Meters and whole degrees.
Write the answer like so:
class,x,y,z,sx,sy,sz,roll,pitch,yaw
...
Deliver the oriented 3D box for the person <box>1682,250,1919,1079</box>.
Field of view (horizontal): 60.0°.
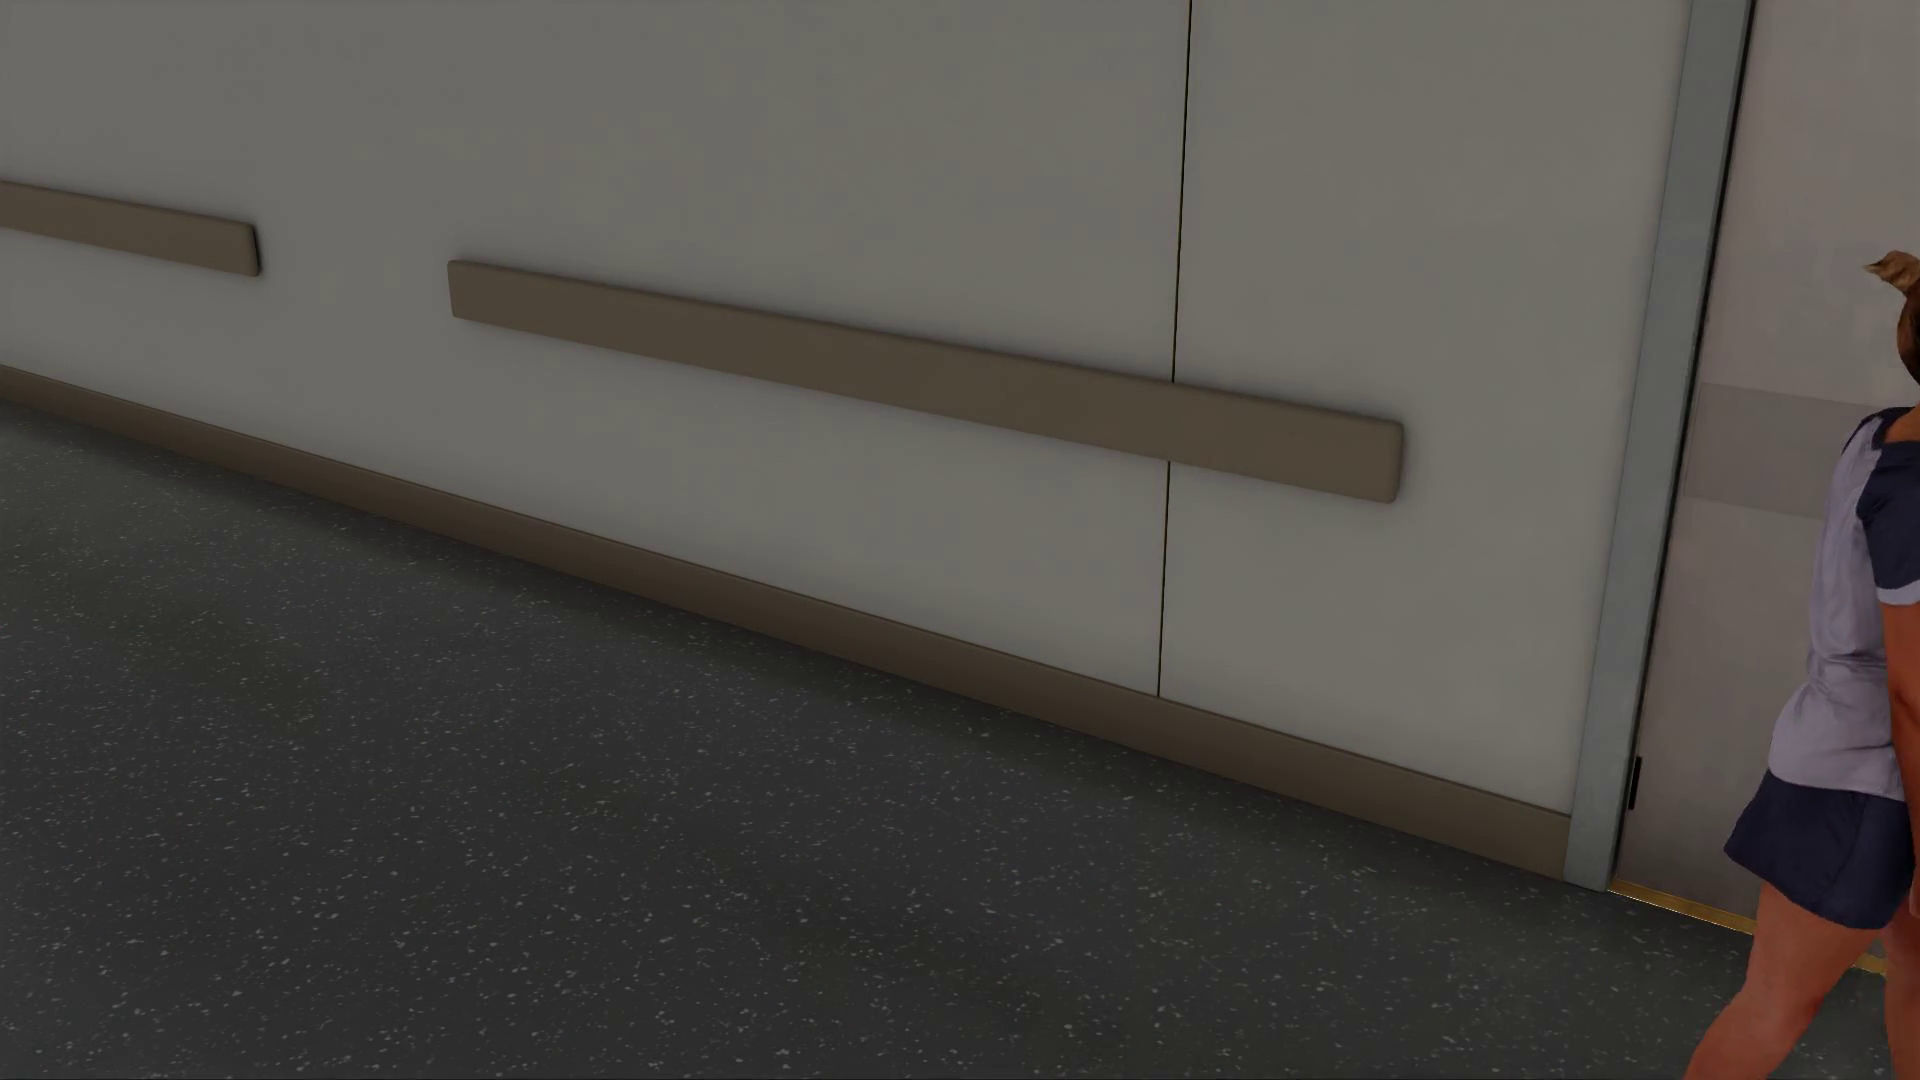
class,x,y,z,sx,sy,sz,roll,pitch,yaw
person,1.302,0.366,2.557,0.717,1.597,0.835,9,23,23
